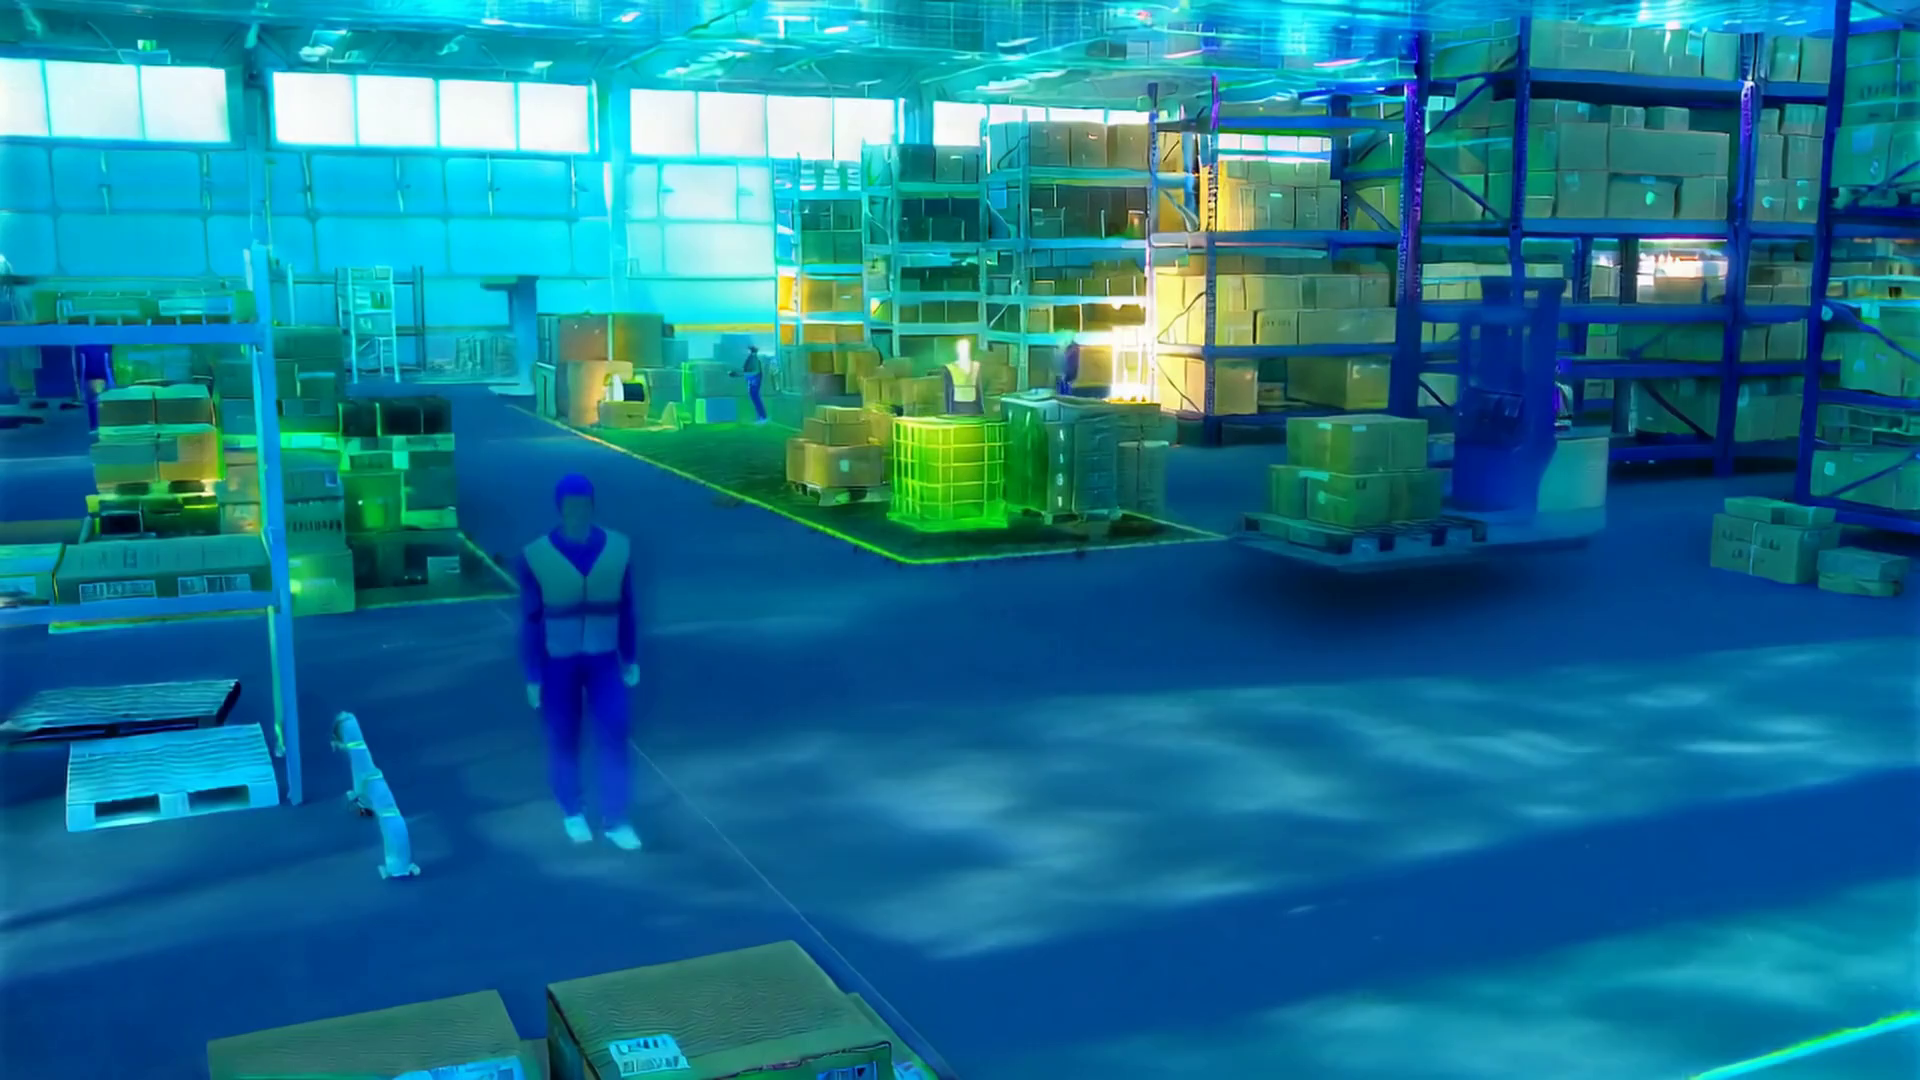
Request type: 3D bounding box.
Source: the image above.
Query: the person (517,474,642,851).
[{"bbox_3d":[-1.859,0.620,8.273,0.639,1.890,0.739,-5,11,-30],"label":"person"}]

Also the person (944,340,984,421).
[{"bbox_3d":[0.015,-2.043,24.832,0.597,1.892,0.833,-6,11,-33],"label":"person"}]

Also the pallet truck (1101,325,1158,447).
[{"bbox_3d":[2.881,-2.596,27.923,0.823,1.965,1.885,-1,9,-7],"label":"pallet truck"}]

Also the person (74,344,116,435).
[{"bbox_3d":[-15.365,-2.836,29.597,0.638,1.937,0.357,-6,11,-32],"label":"person"}]

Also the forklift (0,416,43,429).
[{"bbox_3d":[-18.218,-3.468,30.602,1.873,2.768,1.129,-1,9,-5],"label":"forklift"}]

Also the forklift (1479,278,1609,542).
[{"bbox_3d":[6.108,-1.474,18.232,1.873,2.768,1.129,-4,10,-25],"label":"forklift"}]

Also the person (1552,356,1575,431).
[{"bbox_3d":[7.216,-1.268,20.037,0.347,1.882,0.584,7,11,36],"label":"person"}]

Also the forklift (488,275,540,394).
[{"bbox_3d":[-10.278,-4.939,39.731,1.873,2.768,1.129,-4,10,-25],"label":"forklift"}]

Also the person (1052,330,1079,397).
[{"bbox_3d":[2.010,-3.140,31.943,0.528,1.794,0.701,-5,10,-29],"label":"person"}]

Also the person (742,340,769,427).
[{"bbox_3d":[-3.843,-2.927,31.179,0.460,1.612,0.702,-1,9,-7],"label":"person"}]
